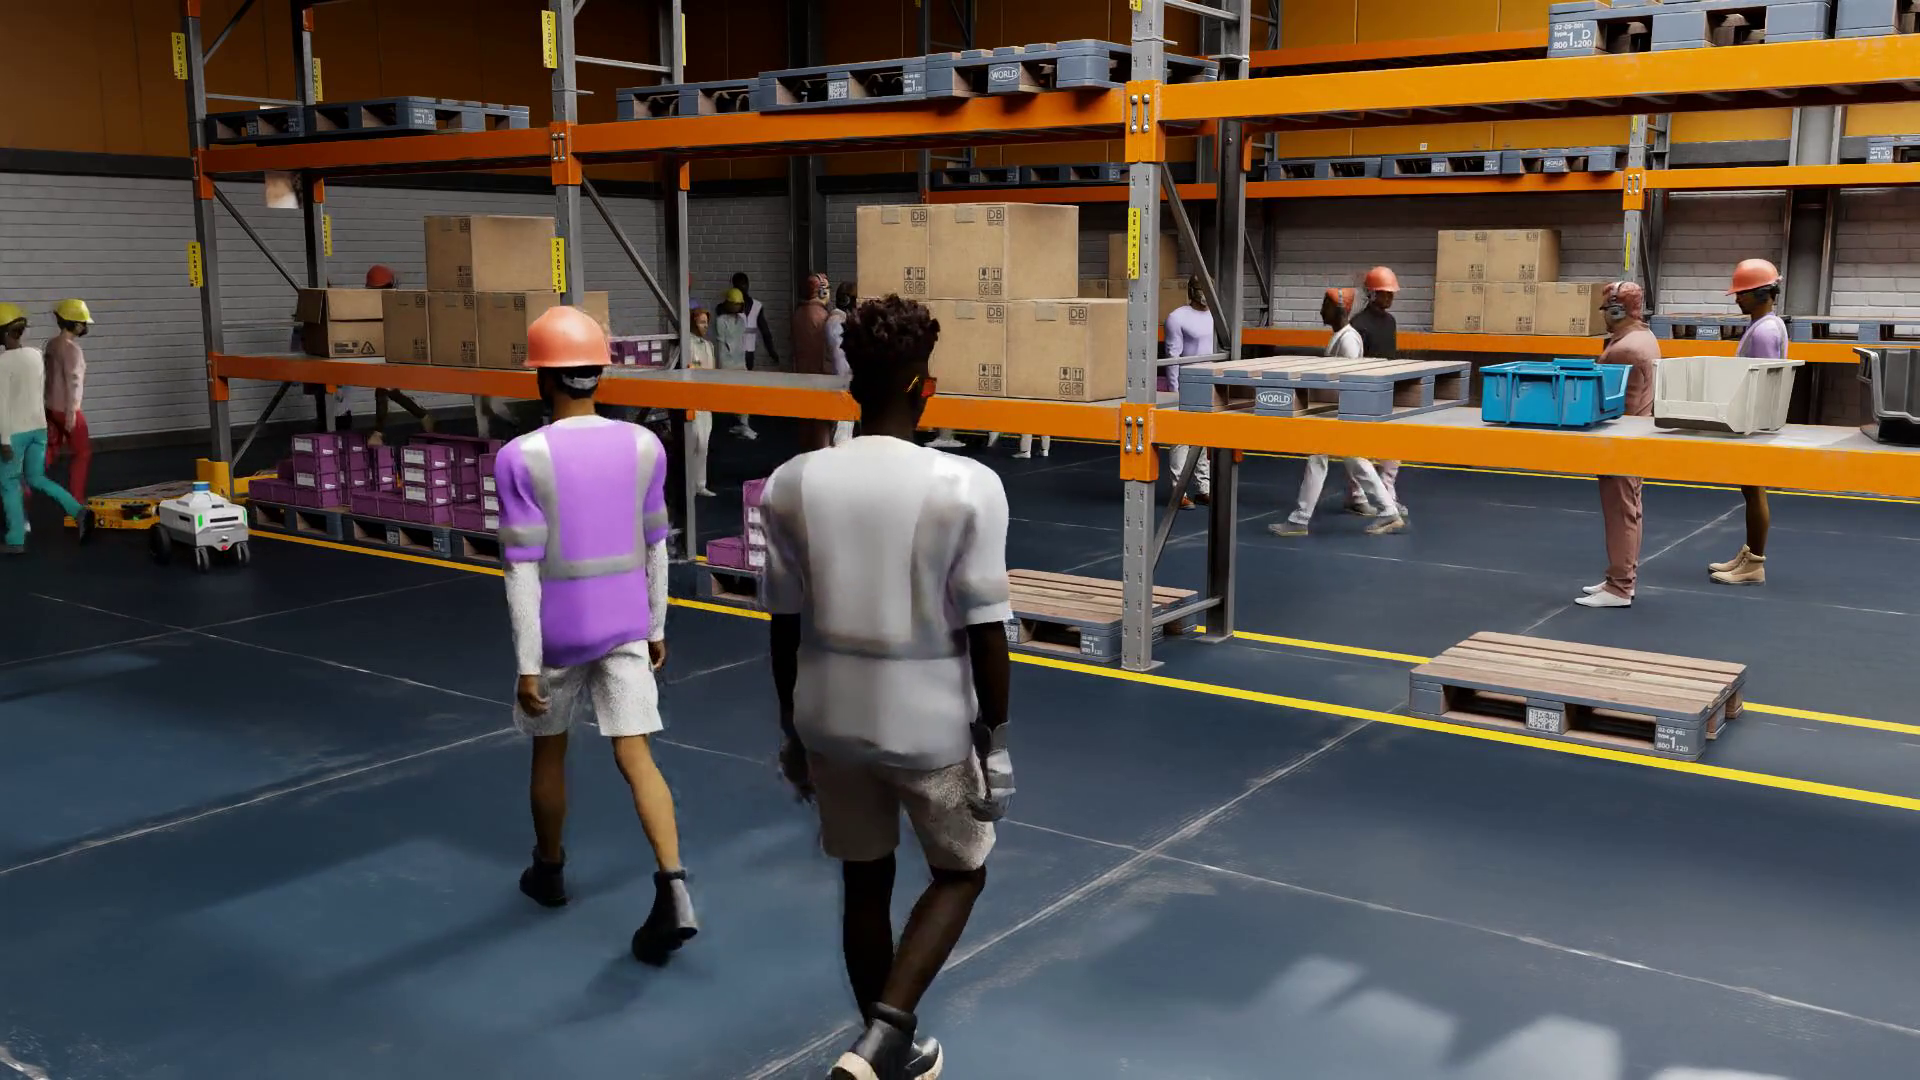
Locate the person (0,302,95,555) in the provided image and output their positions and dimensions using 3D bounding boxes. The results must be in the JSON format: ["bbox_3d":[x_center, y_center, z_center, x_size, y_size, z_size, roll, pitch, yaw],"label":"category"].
[{"bbox_3d":[-6.365,-0.751,11.375,0.646,1.743,0.531,1,10,6],"label":"person"}]

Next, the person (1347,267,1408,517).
[{"bbox_3d":[3.303,-1.138,13.018,0.617,1.970,0.611,-9,13,-42],"label":"person"}]

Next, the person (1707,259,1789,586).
[{"bbox_3d":[4.932,-0.727,10.392,0.384,2.035,0.605,4,10,24],"label":"person"}]

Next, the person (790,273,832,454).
[{"bbox_3d":[-1.262,-1.447,15.045,0.409,1.912,0.648,-6,11,-33],"label":"person"}]

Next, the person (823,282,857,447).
[{"bbox_3d":[-0.996,-1.365,14.780,0.429,1.838,0.620,1,10,3],"label":"person"}]

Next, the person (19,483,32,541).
[{"bbox_3d":[-7.035,-0.781,12.013,0.854,1.590,0.508,7,12,38],"label":"person"}]

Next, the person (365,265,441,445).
[{"bbox_3d":[-6.093,-1.971,17.981,0.942,1.987,0.637,-8,13,-41],"label":"person"}]

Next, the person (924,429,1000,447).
[{"bbox_3d":[0.036,-1.895,17.931,0.810,1.843,0.534,1,10,8],"label":"person"}]

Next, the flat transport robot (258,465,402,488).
[{"bbox_3d":[-5.408,-0.489,14.213,1.431,0.197,0.652,-3,10,-18],"label":"flat transport robot"}]

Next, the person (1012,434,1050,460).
[{"bbox_3d":[0.740,-1.641,16.993,0.514,1.645,0.308,-6,11,-33],"label":"person"}]

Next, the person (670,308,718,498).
[{"bbox_3d":[-2.234,-1.161,14.161,0.360,1.623,0.547,4,11,25],"label":"person"}]

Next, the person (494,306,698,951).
[{"bbox_3d":[-1.079,0.264,4.922,0.552,1.905,0.981,-7,12,-34],"label":"person"}]

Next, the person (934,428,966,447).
[{"bbox_3d":[-0.104,-1.973,18.135,0.384,1.921,0.593,-2,10,-9],"label":"person"}]

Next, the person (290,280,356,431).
[{"bbox_3d":[-6.431,-1.708,16.711,0.666,1.866,0.903,1,10,5],"label":"person"}]

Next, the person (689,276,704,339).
[{"bbox_3d":[-3.306,-2.338,20.382,0.536,1.905,0.690,-3,10,-17],"label":"person"}]

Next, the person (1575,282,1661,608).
[{"bbox_3d":[3.846,-0.553,9.755,0.406,1.902,0.636,5,11,29],"label":"person"}]

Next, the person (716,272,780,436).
[{"bbox_3d":[-2.520,-2.148,19.293,0.689,1.891,0.610,9,13,42],"label":"person"}]

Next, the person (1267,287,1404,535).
[{"bbox_3d":[2.833,-0.933,12.226,0.990,1.838,0.597,1,10,8],"label":"person"}]

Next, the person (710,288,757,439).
[{"bbox_3d":[-2.643,-2.014,18.963,0.659,1.716,0.481,8,13,41],"label":"person"}]

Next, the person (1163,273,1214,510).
[{"bbox_3d":[1.945,-1.218,13.601,0.629,1.940,0.372,-6,11,-32],"label":"person"}]

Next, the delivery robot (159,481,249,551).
[{"bbox_3d":[-5.024,-0.145,11.038,0.707,0.478,0.477,9,13,44],"label":"delivery robot"}]

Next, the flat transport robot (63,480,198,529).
[{"bbox_3d":[-6.231,-0.290,13.029,0.652,0.197,1.431,2,10,11],"label":"flat transport robot"}]

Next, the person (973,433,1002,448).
[{"bbox_3d":[0.318,-1.968,18.060,0.351,1.941,0.545,1,10,7],"label":"person"}]

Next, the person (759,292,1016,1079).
[{"bbox_3d":[-0.174,0.421,3.789,0.629,1.950,0.541,4,10,22],"label":"person"}]

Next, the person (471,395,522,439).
[{"bbox_3d":[-5.051,-1.788,17.916,0.540,1.620,0.557,6,11,30],"label":"person"}]

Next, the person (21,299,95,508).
[{"bbox_3d":[-7.056,-1.005,12.961,0.549,1.730,0.663,8,12,39],"label":"person"}]

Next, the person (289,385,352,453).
[{"bbox_3d":[-6.052,-1.458,15.838,0.648,1.666,0.561,-5,11,-25],"label":"person"}]
